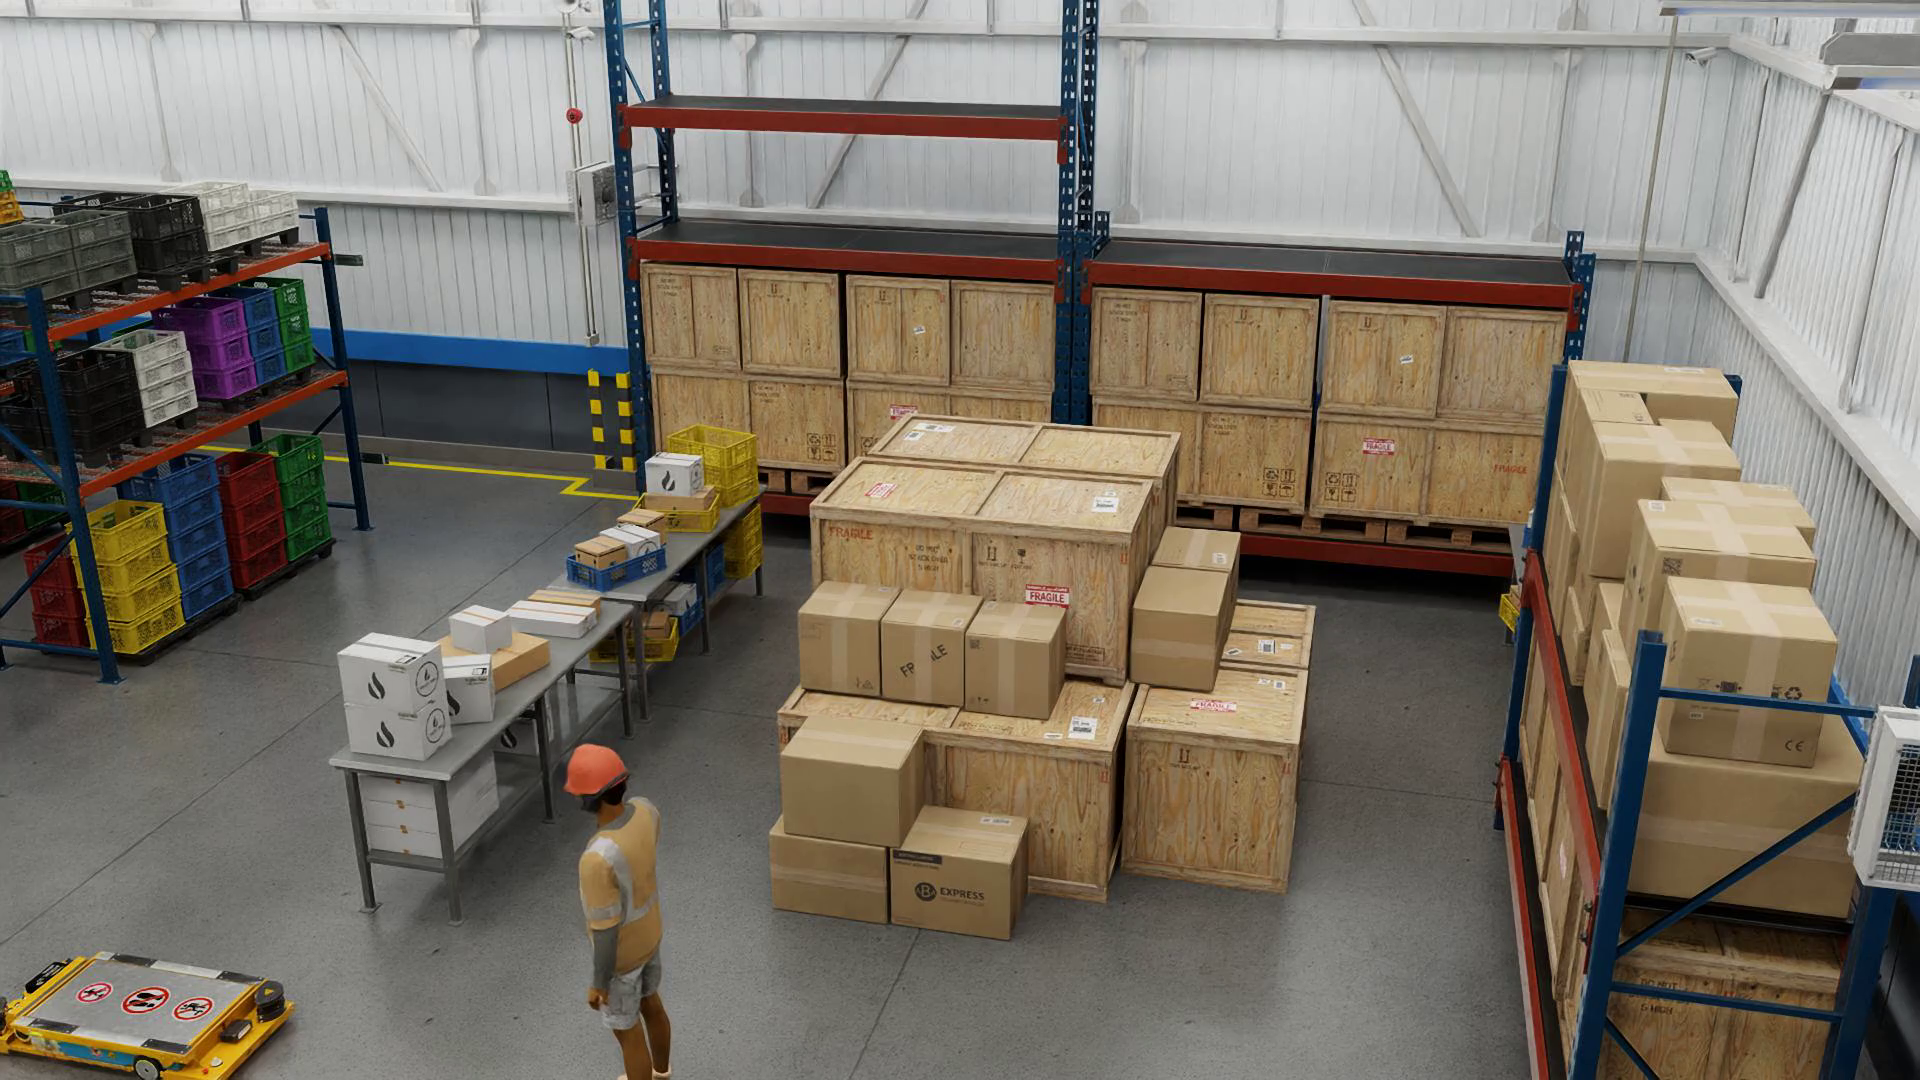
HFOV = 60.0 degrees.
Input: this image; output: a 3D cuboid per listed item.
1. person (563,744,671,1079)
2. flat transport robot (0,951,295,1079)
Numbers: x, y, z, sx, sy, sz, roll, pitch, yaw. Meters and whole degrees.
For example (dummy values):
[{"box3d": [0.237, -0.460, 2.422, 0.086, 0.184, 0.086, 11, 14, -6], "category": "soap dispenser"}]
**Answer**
[{"box3d": [-1.583, 1.867, 7.696, 0.400, 2.033, 0.606, 5, 21, 13], "category": "person"}, {"box3d": [-4.270, 2.464, 8.601, 1.431, 0.231, 0.659, 5, 22, 13], "category": "flat transport robot"}]
